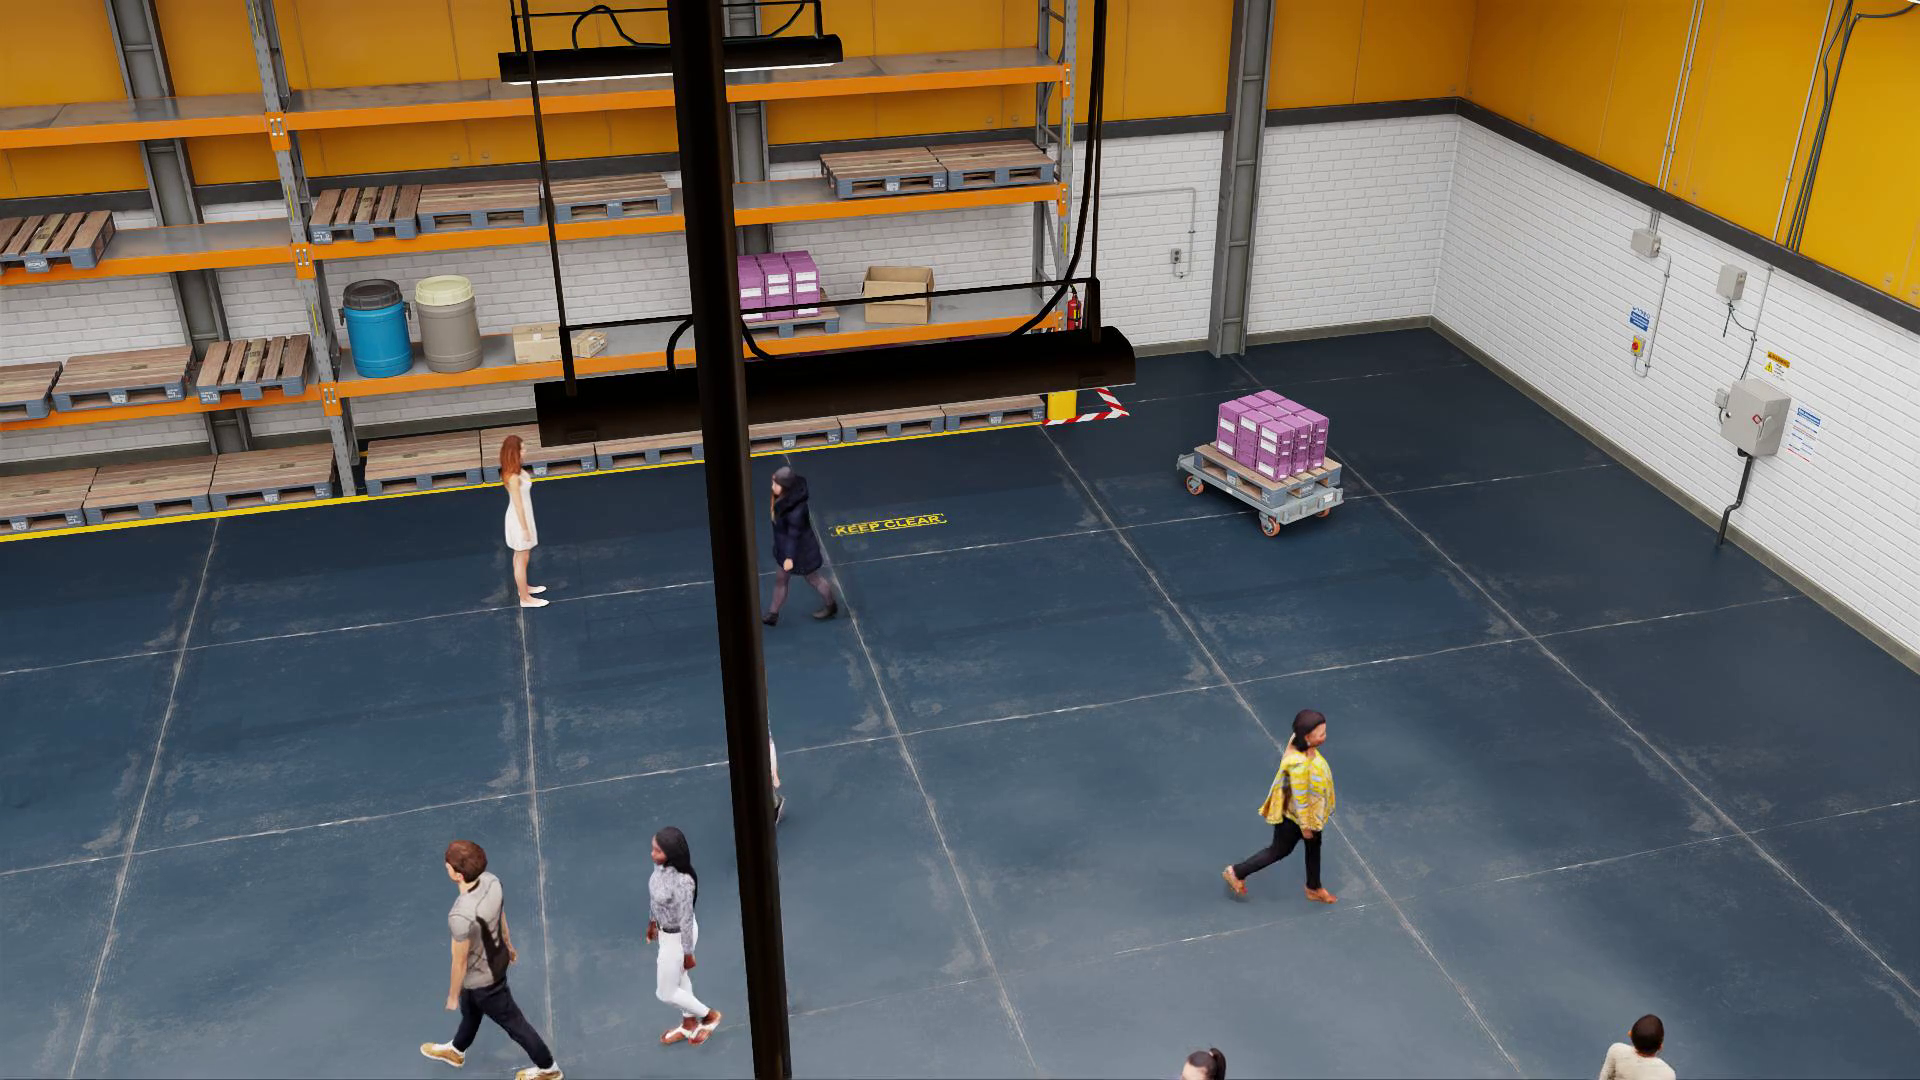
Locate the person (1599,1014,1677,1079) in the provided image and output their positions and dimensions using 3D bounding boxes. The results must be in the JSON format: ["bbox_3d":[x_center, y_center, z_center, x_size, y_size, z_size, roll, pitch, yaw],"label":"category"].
[{"bbox_3d":[3.744,3.317,9.406,0.869,1.439,1.016,24,37,37],"label":"person"}]

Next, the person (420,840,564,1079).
[{"bbox_3d":[-2.828,2.654,10.195,1.285,1.847,0.985,4,29,6],"label":"person"}]

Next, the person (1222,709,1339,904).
[{"bbox_3d":[2.293,1.924,11.771,1.194,1.620,1.054,9,30,17],"label":"person"}]

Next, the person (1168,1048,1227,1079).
[{"bbox_3d":[1.272,3.391,9.055,0.665,1.647,0.671,25,37,38],"label":"person"}]

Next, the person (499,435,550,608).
[{"bbox_3d":[-4.125,-0.189,15.555,0.532,1.706,0.553,-7,29,-12],"label":"person"}]

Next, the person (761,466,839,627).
[{"bbox_3d":[-1.413,0.068,15.169,1.104,1.624,0.754,-11,31,-19],"label":"person"}]

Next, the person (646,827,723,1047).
[{"bbox_3d":[-1.730,2.509,10.600,0.676,1.714,0.644,-12,31,-21],"label":"person"}]
